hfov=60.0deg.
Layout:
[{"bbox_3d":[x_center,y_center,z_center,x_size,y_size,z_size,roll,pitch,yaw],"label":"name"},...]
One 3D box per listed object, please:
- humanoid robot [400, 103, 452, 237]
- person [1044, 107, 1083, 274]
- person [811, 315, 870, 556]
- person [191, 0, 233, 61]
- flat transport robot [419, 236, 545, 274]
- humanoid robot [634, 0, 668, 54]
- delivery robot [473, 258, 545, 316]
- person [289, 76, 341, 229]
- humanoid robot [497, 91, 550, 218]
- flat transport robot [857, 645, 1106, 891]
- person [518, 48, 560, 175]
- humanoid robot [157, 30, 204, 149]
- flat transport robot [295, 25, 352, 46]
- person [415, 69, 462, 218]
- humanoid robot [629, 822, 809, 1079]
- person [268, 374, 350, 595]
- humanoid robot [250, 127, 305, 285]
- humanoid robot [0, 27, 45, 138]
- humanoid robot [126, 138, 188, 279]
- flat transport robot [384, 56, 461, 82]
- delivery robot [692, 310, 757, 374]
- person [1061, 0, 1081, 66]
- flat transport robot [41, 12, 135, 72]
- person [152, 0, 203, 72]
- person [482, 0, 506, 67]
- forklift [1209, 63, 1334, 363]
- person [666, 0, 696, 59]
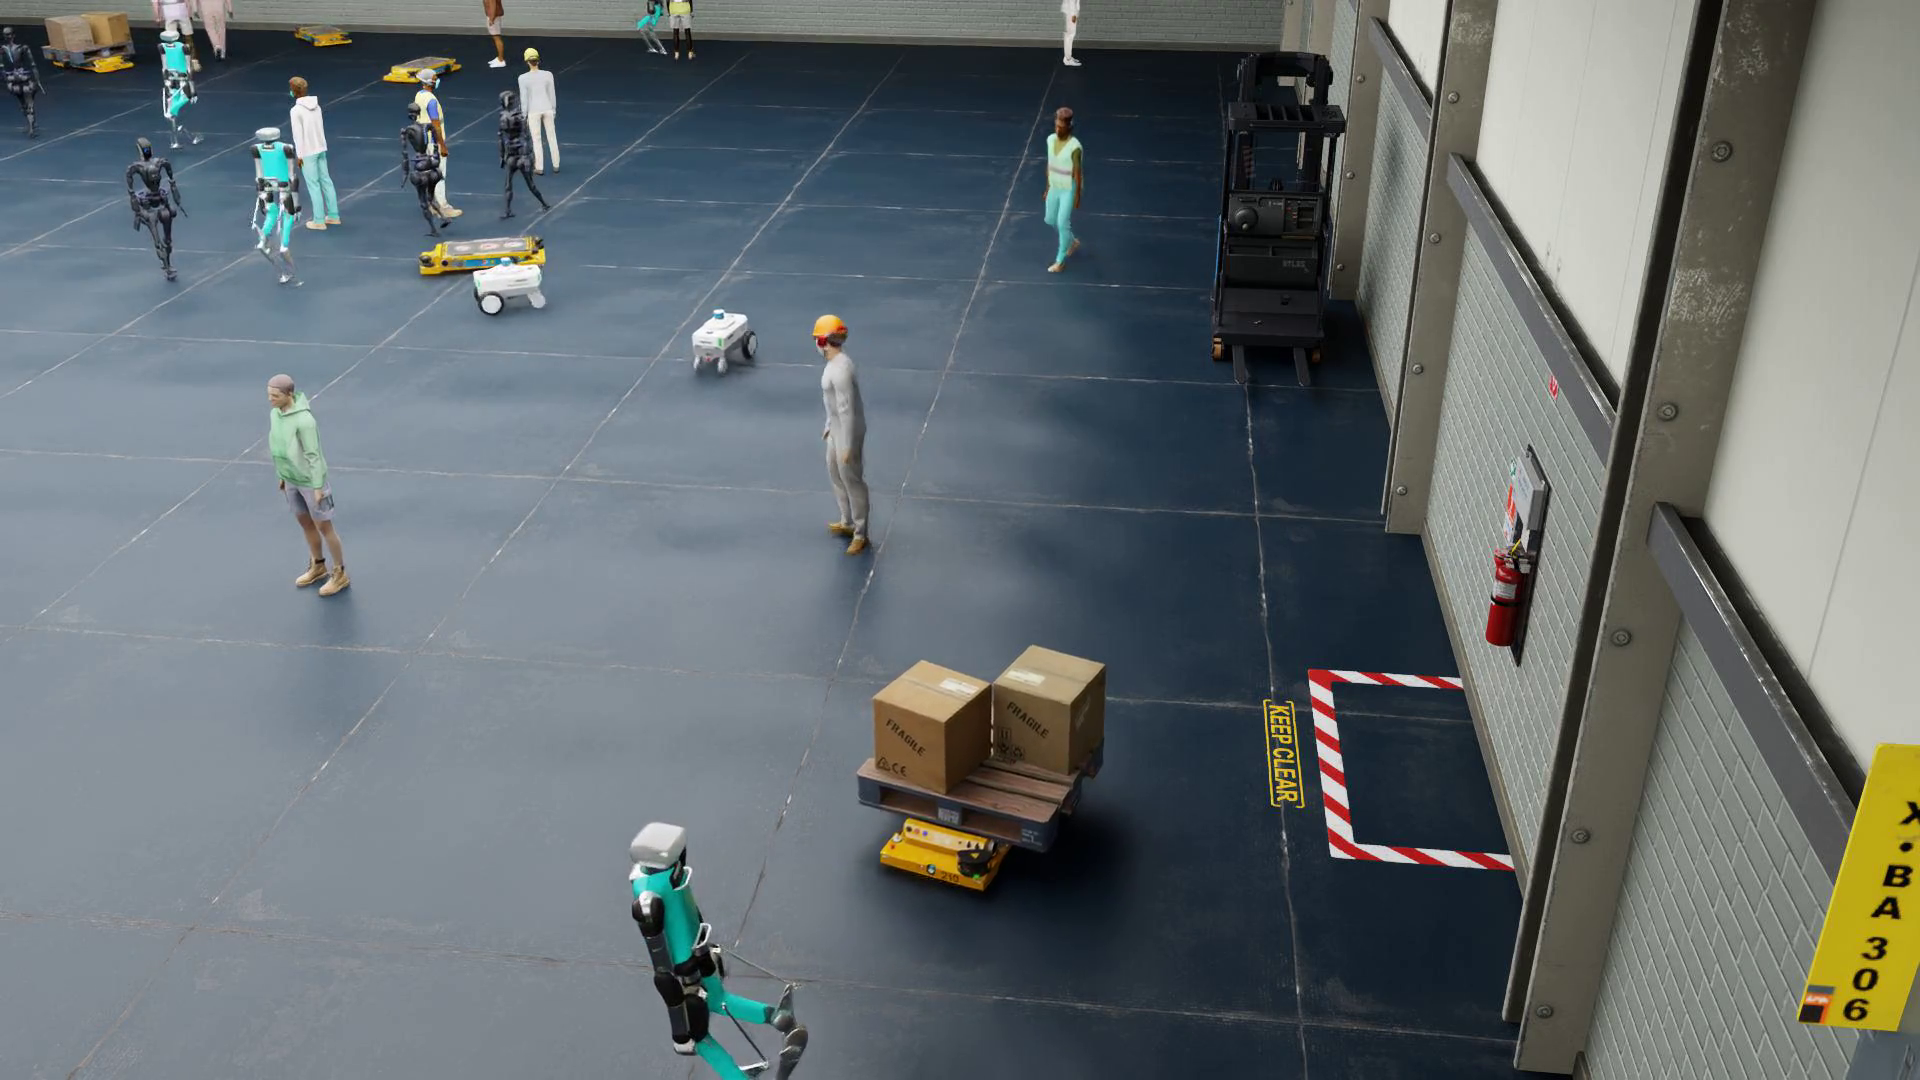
[{"bbox_3d":[-6.715,-4.630,20.818,0.350,1.649,0.601,18,32,32],"label":"humanoid robot"},{"bbox_3d":[1.258,-4.127,19.516,0.628,1.955,0.541,-24,35,-39],"label":"person"},{"bbox_3d":[-0.914,-0.813,13.000,0.393,1.859,0.670,-4,27,-9],"label":"person"},{"bbox_3d":[-14.041,-9.978,31.276,0.693,1.867,0.797,-14,30,-26],"label":"person"},{"bbox_3d":[-5.720,-3.413,19.952,1.431,0.231,0.659,-6,27,-12],"label":"flat transport robot"},{"bbox_3d":[-5.949,-10.154,31.770,0.786,1.779,0.534,8,28,15],"label":"humanoid robot"},{"bbox_3d":[-5.037,-2.822,18.474,0.818,0.614,0.499,-10,28,-20],"label":"delivery robot"},{"bbox_3d":[-8.230,-4.913,21.128,0.361,1.909,0.480,9,28,17],"label":"person"},{"bbox_3d":[-5.752,-5.014,21.649,0.607,1.631,0.796,17,31,30],"label":"humanoid robot"},{"bbox_3d":[0.120,1.561,10.022,0.659,0.231,1.431,11,29,21],"label":"flat transport robot"},{"bbox_3d":[-5.977,-6.075,23.603,0.523,1.760,0.323,-17,31,-30],"label":"person"},{"bbox_3d":[-11.756,-6.639,24.793,0.534,1.763,1.013,7,27,13],"label":"humanoid robot"},{"bbox_3d":[-12.753,-10.090,33.281,0.659,0.231,1.431,-19,32,-33],"label":"flat transport robot"},{"bbox_3d":[-6.842,-5.148,21.606,0.383,1.890,0.545,-19,32,-32],"label":"person"},{"bbox_3d":[-1.044,2.031,7.419,0.992,1.712,0.543,2,27,4],"label":"humanoid robot"},{"bbox_3d":[-4.860,-0.422,12.351,0.464,1.736,0.320,15,30,28],"label":"person"},{"bbox_3d":[-7.882,-3.756,19.019,0.565,1.779,0.799,5,27,10],"label":"humanoid robot"},{"bbox_3d":[-14.525,-7.123,25.815,0.586,1.628,0.728,-1,27,-2],"label":"humanoid robot"},{"bbox_3d":[-9.287,-3.853,19.292,0.707,1.628,0.608,21,34,36],"label":"humanoid robot"},{"bbox_3d":[-9.752,-8.540,30.187,0.659,0.231,1.431,9,28,17],"label":"flat transport robot"},{"bbox_3d":[-2.430,-2.041,16.885,0.499,0.585,0.765,8,28,15],"label":"delivery robot"},{"bbox_3d":[2.070,-9.800,30.911,0.400,1.876,0.500,0,27,0],"label":"person"},{"bbox_3d":[-16.106,-8.897,30.901,1.431,0.231,0.659,15,30,27],"label":"flat transport robot"},{"bbox_3d":[-14.247,-9.501,30.156,0.664,2.013,0.531,-12,29,-22],"label":"person"},{"bbox_3d":[-8.635,-9.724,30.776,0.394,1.849,0.797,-8,28,-15],"label":"person"},{"bbox_3d":[3.241,-3.477,17.183,1.129,2.768,1.873,3,27,6],"label":"forklift"},{"bbox_3d":[-5.287,-9.965,31.436,0.532,1.697,0.322,1,27,2],"label":"person"}]
